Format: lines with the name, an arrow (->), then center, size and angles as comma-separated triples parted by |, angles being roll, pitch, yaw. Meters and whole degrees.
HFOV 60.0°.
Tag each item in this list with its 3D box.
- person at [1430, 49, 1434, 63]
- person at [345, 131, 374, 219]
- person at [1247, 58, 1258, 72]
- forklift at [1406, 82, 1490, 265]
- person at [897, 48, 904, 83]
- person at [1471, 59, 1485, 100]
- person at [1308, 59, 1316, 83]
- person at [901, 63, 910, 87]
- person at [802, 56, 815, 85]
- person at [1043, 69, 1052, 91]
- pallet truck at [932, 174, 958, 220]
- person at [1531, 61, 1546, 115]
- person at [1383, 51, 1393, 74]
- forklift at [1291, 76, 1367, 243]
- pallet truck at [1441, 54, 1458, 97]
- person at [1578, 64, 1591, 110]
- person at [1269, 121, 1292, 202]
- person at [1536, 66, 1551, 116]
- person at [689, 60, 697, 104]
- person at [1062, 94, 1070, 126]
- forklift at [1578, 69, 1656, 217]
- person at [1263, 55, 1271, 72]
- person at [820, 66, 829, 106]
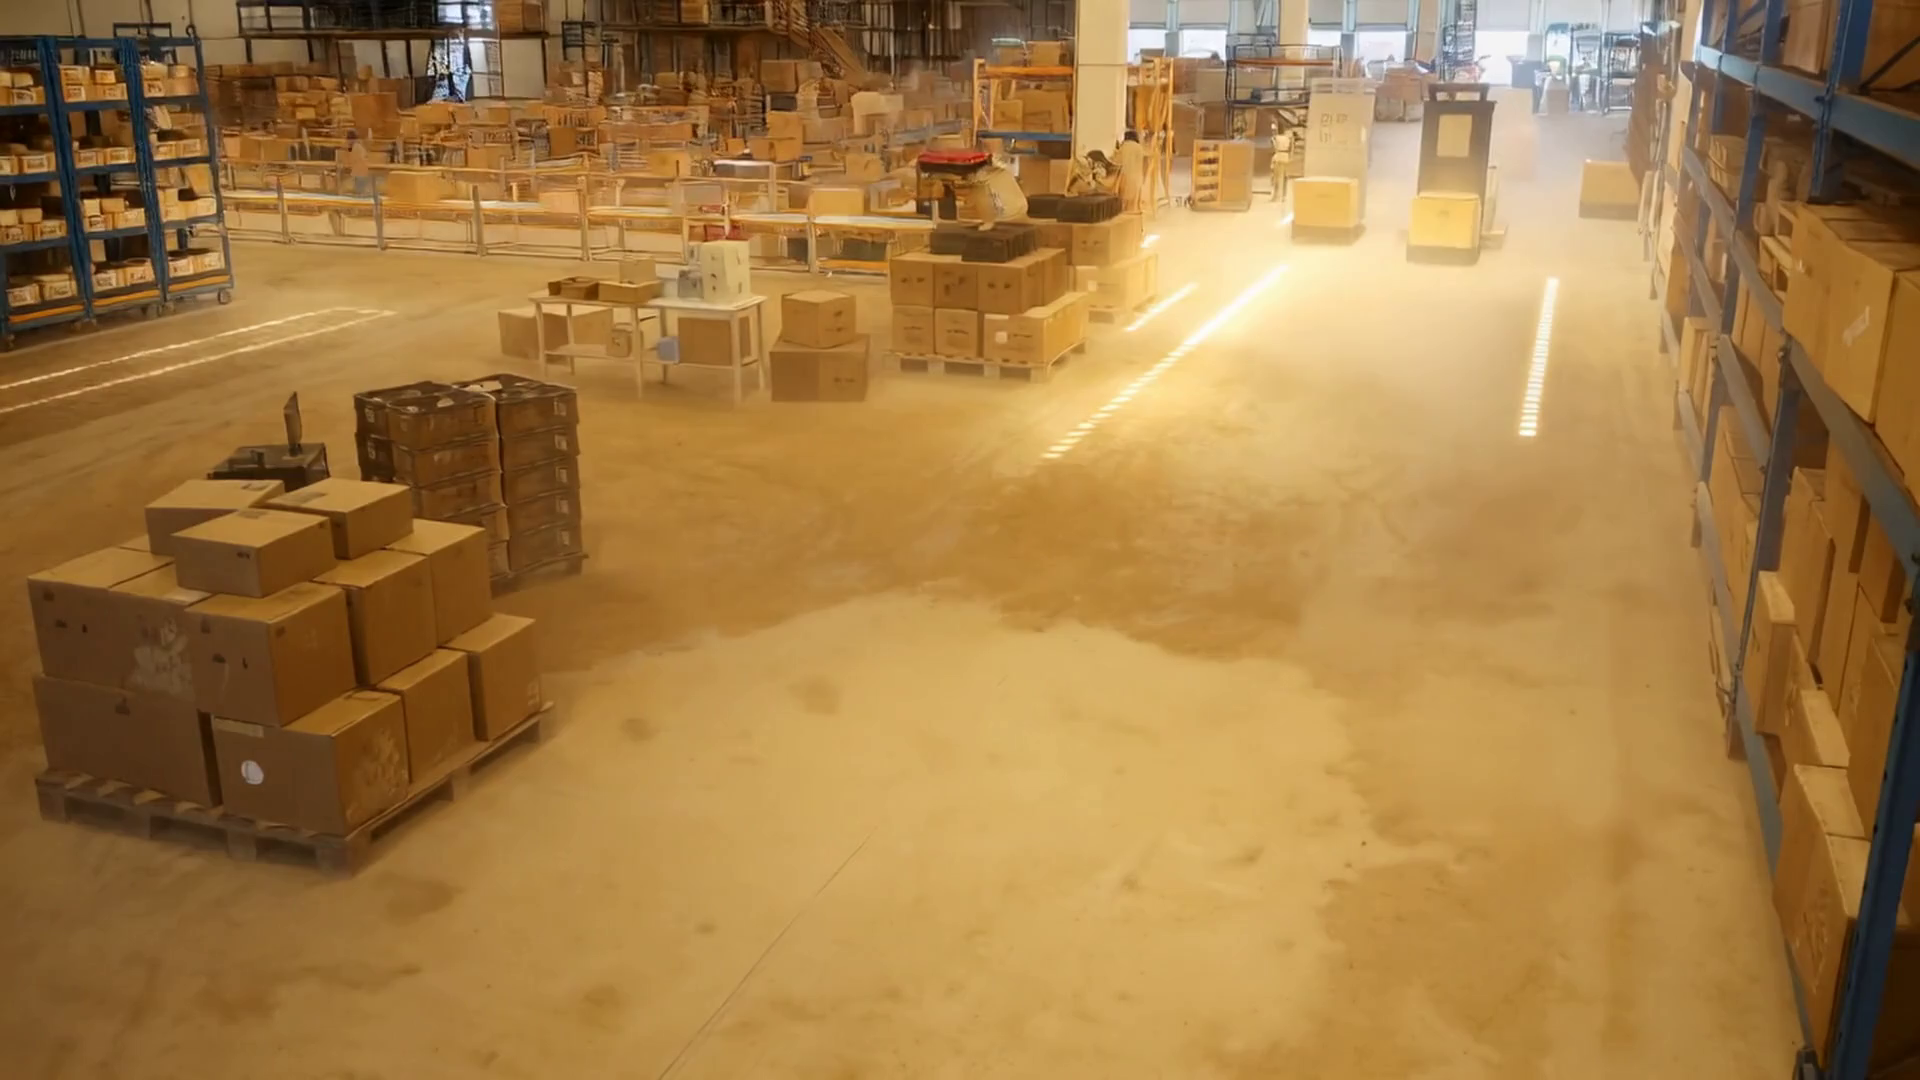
person -> 25.745, -25.901, 91.085 | 0.378, 1.925, 0.594 | -5, 18, -14
person -> -11.497, -6.873, 31.580 | 0.722, 1.739, 0.544 | 2, 18, 6
person -> 13.802, -21.872, 78.615 | 0.661, 1.814, 0.442 | -11, 21, -32
forklift -> 7.957, -5.975, 26.929 | 1.129, 2.768, 1.873 | 6, 19, 19
person -> -3.337, -26.641, 93.378 | 0.386, 1.948, 0.604 | 1, 18, 3
person -> 23.615, -20.983, 75.836 | 0.631, 1.803, 0.900 | 1, 18, 5
person -> 19.764, -26.634, 93.275 | 0.375, 1.997, 0.611 | 6, 19, 18
person -> -2.295, -19.291, 70.495 | 0.520, 1.817, 0.955 | 11, 21, 30
person -> -6.873, -21.047, 75.776 | 0.603, 1.962, 0.367 | 4, 18, 11
person -> 3.251, -16.748, 62.406 | 0.998, 1.882, 0.574 | 5, 18, 16
pallet truck -> -0.507, -5.292, 27.348 | 0.653, 1.274, 1.630 | 6, 19, 19
person -> 22.706, -17.687, 65.091 | 0.536, 2.000, 0.688 | 1, 18, 3
person -> 22.214, -24.319, 86.131 | 0.730, 1.921, 0.560 | -7, 19, -20
forklift -> 6.598, -6.755, 29.381 | 1.129, 2.768, 1.873 | 6, 19, 19
pallet truck -> 22.765, -21.886, 78.355 | 0.823, 1.965, 1.885 | -4, 18, -14
person -> 24.810, -17.955, 66.193 | 0.576, 1.882, 0.355 | -15, 23, -38
person -> 6.793, -8.029, 35.305 | 0.540, 1.695, 0.317 | -9, 20, -25
person -> 22.722, -17.437, 64.592 | 0.311, 1.865, 0.532 | -3, 18, -10
person -> -11.678, -20.046, 72.823 | 0.345, 1.846, 0.507 | -1, 18, -2
person -> 3.185, -12.222, 48.621 | 0.525, 1.598, 0.782 | 6, 19, 19
forklift -> 13.219, -7.740, 32.475 | 1.873, 2.768, 1.129 | 6, 19, 18
person -> 14.717, -22.278, 79.713 | 0.438, 1.916, 0.665 | 5, 18, 17
person -> -5.668, -18.827, 69.161 | 0.787, 1.743, 0.528 | 14, 22, 37
